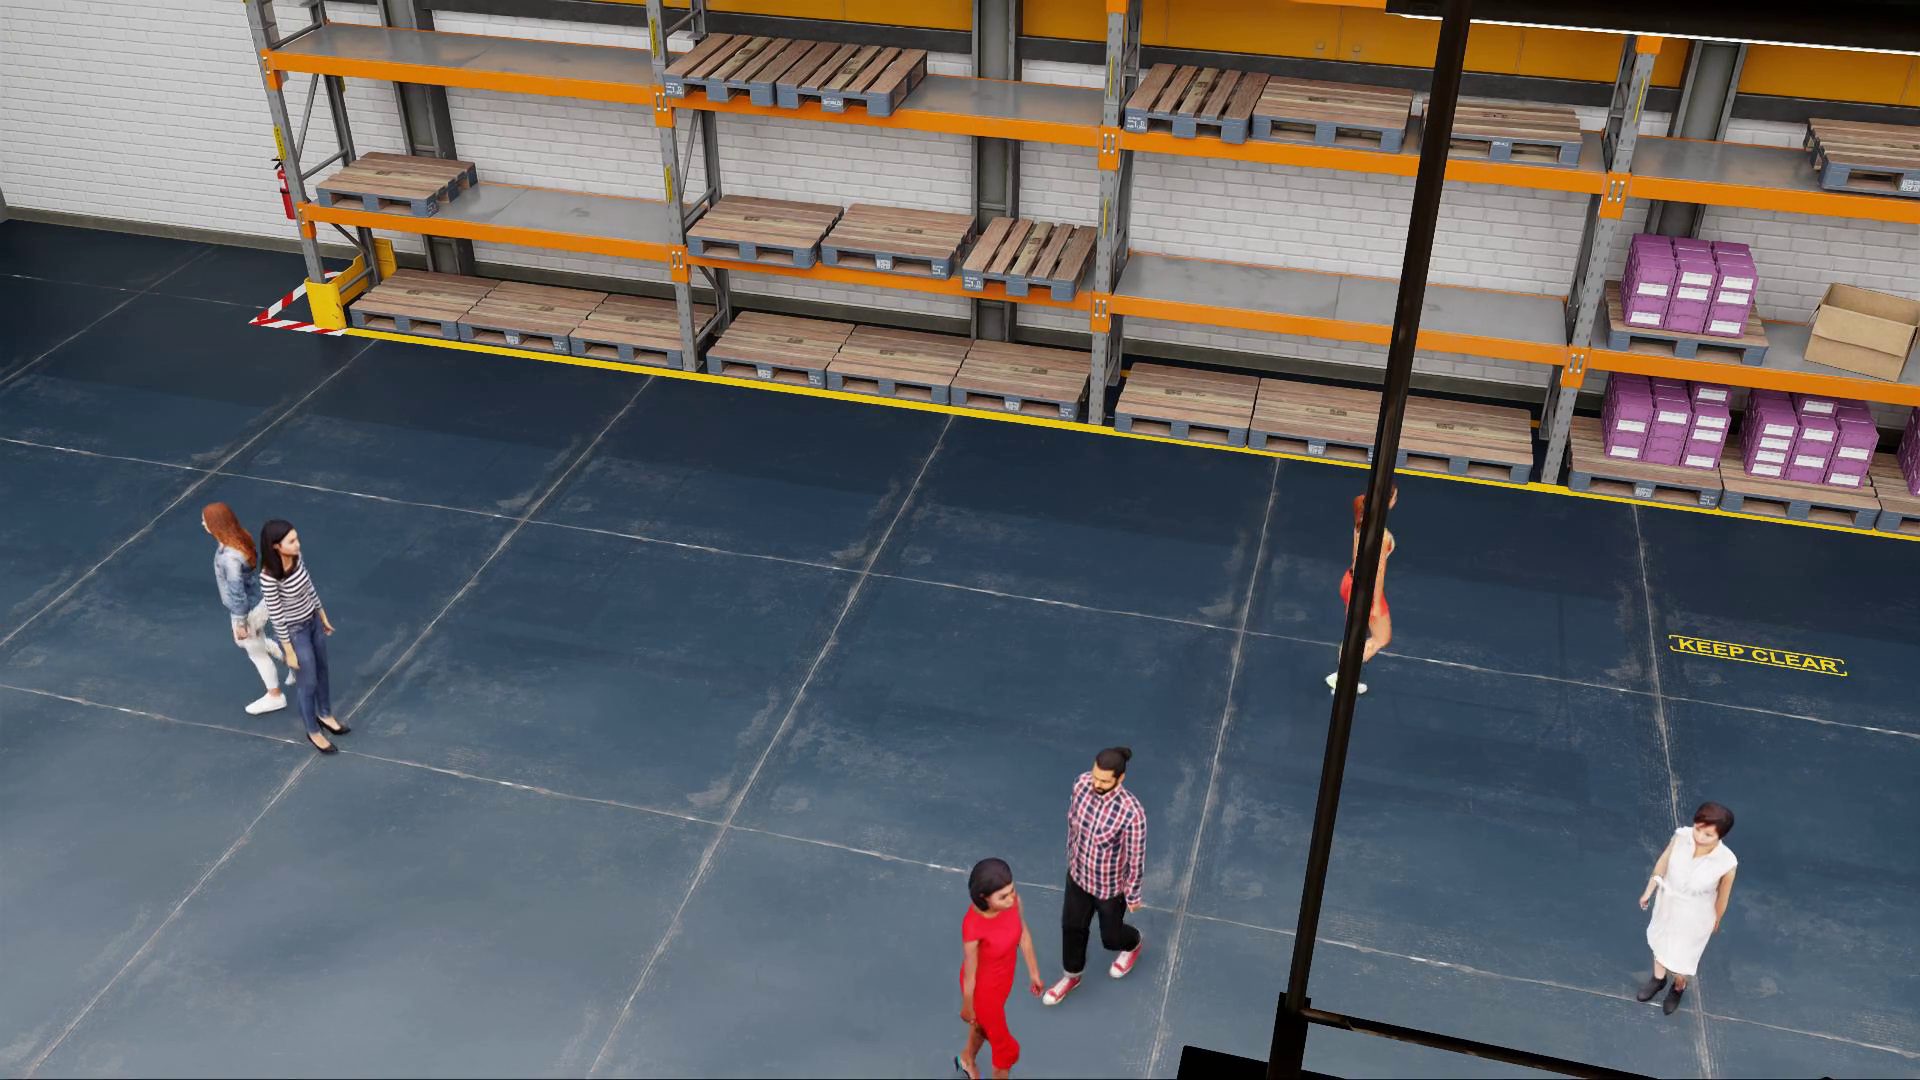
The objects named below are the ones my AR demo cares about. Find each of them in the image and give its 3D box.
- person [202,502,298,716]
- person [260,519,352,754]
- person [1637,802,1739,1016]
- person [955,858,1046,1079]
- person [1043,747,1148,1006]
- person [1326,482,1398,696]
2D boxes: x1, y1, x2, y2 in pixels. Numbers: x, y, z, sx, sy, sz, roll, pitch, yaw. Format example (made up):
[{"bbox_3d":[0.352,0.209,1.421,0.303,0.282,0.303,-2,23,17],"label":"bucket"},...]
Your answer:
[{"bbox_3d":[-4.809,0.457,11.458,0.882,1.690,0.814,-13,36,-19],"label":"person"},{"bbox_3d":[-4.416,0.638,11.095,0.523,1.791,0.618,6,34,8],"label":"person"},{"bbox_3d":[4.073,2.007,9.258,0.761,1.543,0.695,-20,38,-27],"label":"person"},{"bbox_3d":[0.087,2.282,8.679,0.857,1.727,0.713,20,38,27],"label":"person"},{"bbox_3d":[0.830,1.842,9.314,1.027,1.758,1.017,-29,43,-36],"label":"person"},{"bbox_3d":[2.715,0.383,11.490,0.767,1.778,0.725,-8,35,-12],"label":"person"}]
